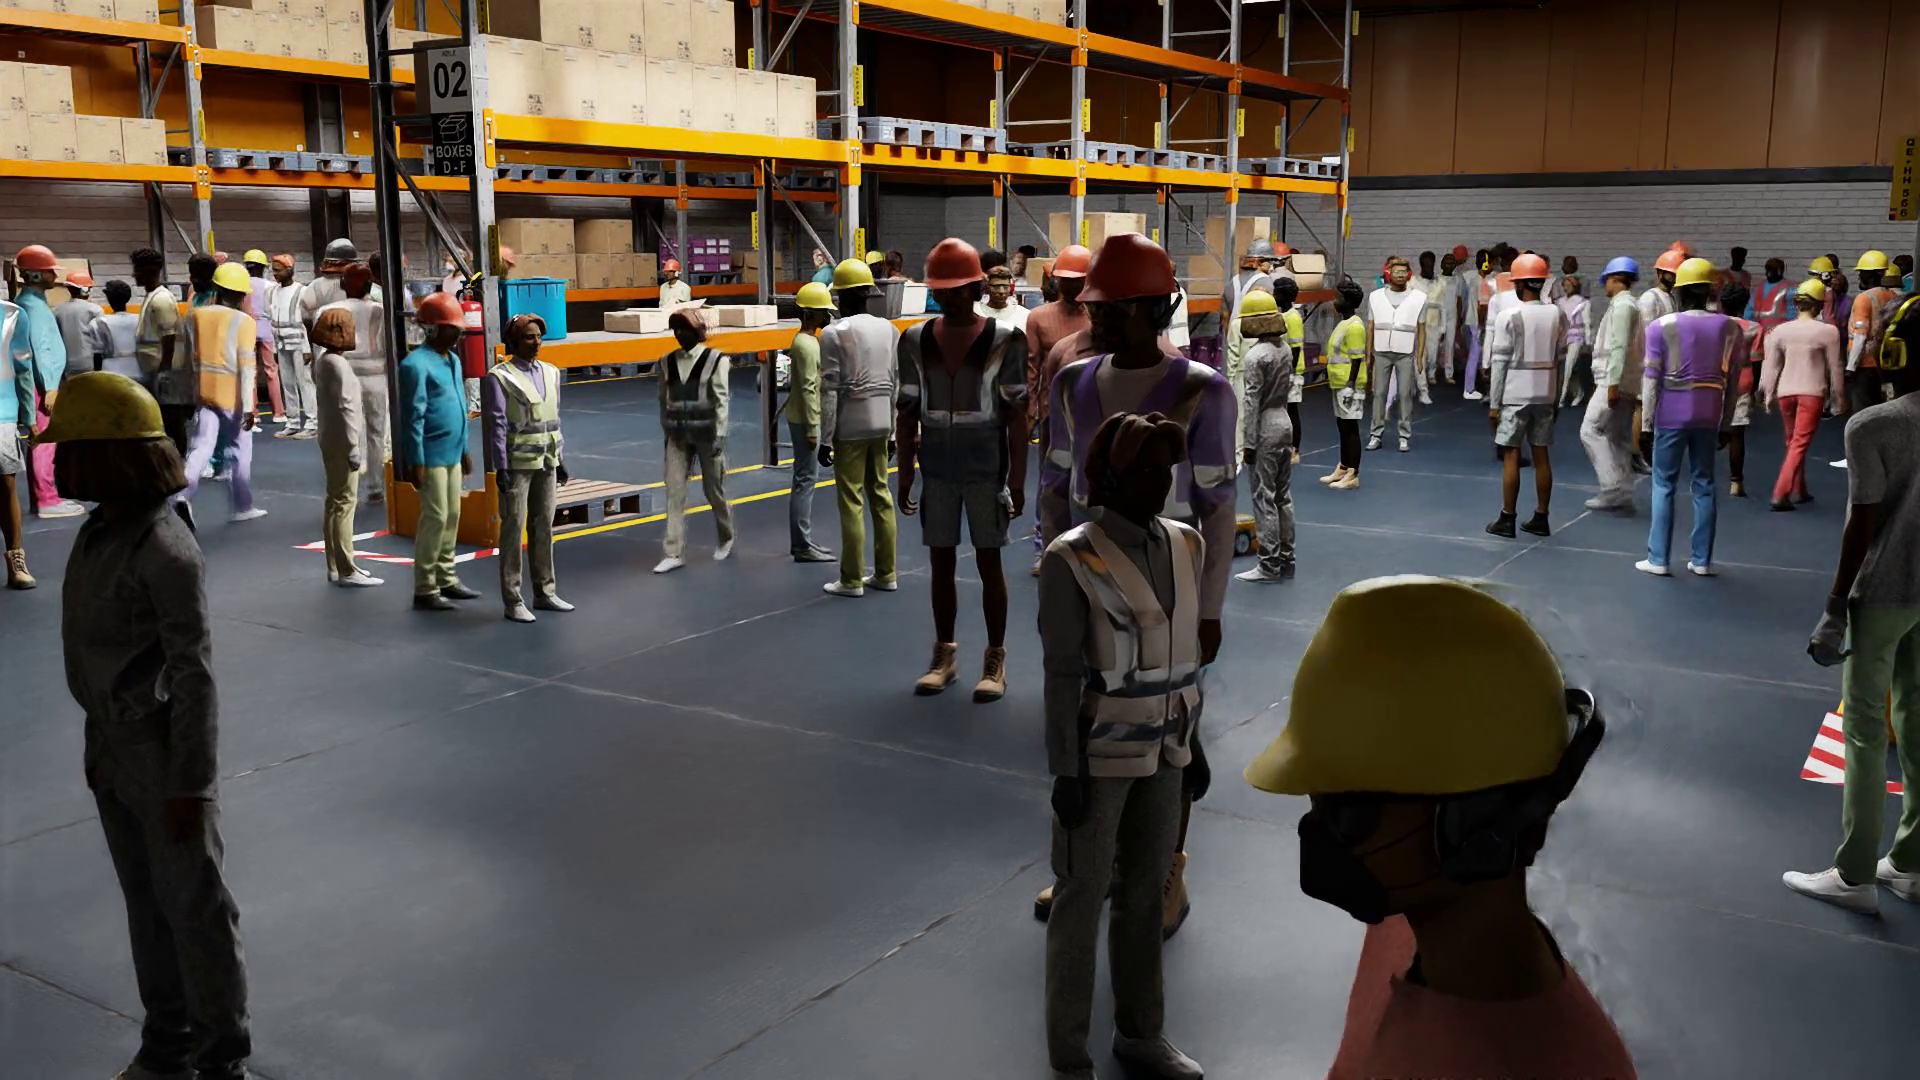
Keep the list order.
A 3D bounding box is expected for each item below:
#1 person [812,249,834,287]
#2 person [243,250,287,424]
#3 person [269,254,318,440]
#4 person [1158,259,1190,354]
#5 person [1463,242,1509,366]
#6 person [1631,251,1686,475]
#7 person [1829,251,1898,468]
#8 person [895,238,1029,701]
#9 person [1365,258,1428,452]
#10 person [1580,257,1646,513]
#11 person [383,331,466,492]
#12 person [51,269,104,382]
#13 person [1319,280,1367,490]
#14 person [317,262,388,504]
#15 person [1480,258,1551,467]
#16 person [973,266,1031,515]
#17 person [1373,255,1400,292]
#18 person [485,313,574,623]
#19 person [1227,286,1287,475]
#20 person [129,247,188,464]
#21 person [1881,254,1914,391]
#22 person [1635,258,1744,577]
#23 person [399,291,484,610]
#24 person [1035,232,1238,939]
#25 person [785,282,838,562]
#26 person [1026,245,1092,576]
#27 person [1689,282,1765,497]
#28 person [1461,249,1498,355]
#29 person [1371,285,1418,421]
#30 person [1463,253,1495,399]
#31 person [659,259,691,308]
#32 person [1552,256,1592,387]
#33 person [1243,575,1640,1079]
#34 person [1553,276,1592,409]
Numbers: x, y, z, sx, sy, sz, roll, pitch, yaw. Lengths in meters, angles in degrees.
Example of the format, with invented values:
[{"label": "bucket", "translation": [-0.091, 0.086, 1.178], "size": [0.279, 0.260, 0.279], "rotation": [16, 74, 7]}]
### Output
[{"label": "person", "translation": [-1.968, -3.225, 23.885], "size": [0.410, 1.905, 0.640], "rotation": [2, 10, 12]}, {"label": "person", "translation": [-7.724, -2.229, 18.330], "size": [0.587, 1.916, 0.392], "rotation": [-1, 10, -4]}, {"label": "person", "translation": [-6.811, -1.960, 16.949], "size": [0.564, 1.879, 0.358], "rotation": [6, 12, 28]}, {"label": "person", "translation": [2.154, -1.955, 17.048], "size": [0.388, 1.837, 0.560], "rotation": [6, 12, 31]}, {"label": "person", "translation": [8.576, -3.777, 26.556], "size": [0.684, 2.000, 0.989], "rotation": [-9, 14, -41]}, {"label": "person", "translation": [6.073, -1.531, 14.420], "size": [0.374, 1.930, 0.542], "rotation": [10, 14, 44]}, {"label": "person", "translation": [8.038, -1.590, 14.756], "size": [0.585, 1.928, 0.365], "rotation": [-8, 13, -36]}, {"label": "person", "translation": [-0.005, -0.300, 7.340], "size": [0.611, 2.030, 0.410], "rotation": [3, 11, 18]}, {"label": "person", "translation": [4.175, -1.770, 15.965], "size": [0.566, 1.849, 0.387], "rotation": [4, 11, 22]}, {"label": "person", "translation": [4.872, -1.141, 12.367], "size": [0.421, 1.897, 0.700], "rotation": [5, 12, 28]}, {"label": "person", "translation": [-4.158, -1.105, 12.963], "size": [0.609, 1.613, 0.515], "rotation": [-6, 12, -30]}, {"label": "person", "translation": [-8.232, -1.667, 15.657], "size": [0.563, 1.753, 0.335], "rotation": [2, 10, 11]}, {"label": "person", "translation": [3.143, -1.257, 13.551], "size": [0.319, 1.697, 0.532], "rotation": [0, 10, 0]}, {"label": "person", "translation": [-4.553, -1.167, 12.602], "size": [0.581, 1.866, 0.549], "rotation": [-1, 10, -7]}, {"label": "person", "translation": [5.036, -1.605, 15.024], "size": [0.568, 1.883, 0.827], "rotation": [5, 12, 28]}, {"label": "person", "translation": [0.268, -1.095, 12.276], "size": [0.560, 1.836, 0.394], "rotation": [-1, 10, -4]}, {"label": "person", "translation": [6.458, -3.367, 24.941], "size": [0.582, 1.814, 0.903], "rotation": [2, 11, 13]}, {"label": "person", "translation": [-2.310, -0.391, 8.907], "size": [0.306, 1.640, 0.522], "rotation": [5, 12, 28]}, {"label": "person", "translation": [2.551, -1.361, 14.300], "size": [0.503, 1.631, 0.282], "rotation": [2, 10, 10]}, {"label": "person", "translation": [-6.737, -1.476, 14.020], "size": [0.364, 1.962, 0.611], "rotation": [-7, 12, -33]}, {"label": "person", "translation": [12.615, -2.903, 22.309], "size": [0.429, 1.833, 0.636], "rotation": [4, 11, 21]}, {"label": "person", "translation": [4.386, -0.732, 10.041], "size": [0.593, 1.915, 0.404], "rotation": [-1, 10, -4]}, {"label": "person", "translation": [-2.845, -0.489, 9.170], "size": [0.362, 1.746, 0.577], "rotation": [1, 10, 6]}, {"label": "person", "translation": [0.485, 0.141, 4.841], "size": [0.615, 2.042, 0.374], "rotation": [7, 12, 33]}, {"label": "person", "translation": [-0.931, -0.736, 10.494], "size": [0.337, 1.762, 0.523], "rotation": [-1, 10, -7]}, {"label": "person", "translation": [0.685, -0.766, 10.011], "size": [0.612, 1.991, 0.392], "rotation": [0, 10, 2]}, {"label": "person", "translation": [6.035, -1.186, 13.165], "size": [0.574, 1.697, 0.318], "rotation": [4, 11, 21]}, {"label": "person", "translation": [7.816, -3.432, 25.069], "size": [0.603, 1.893, 0.590], "rotation": [-1, 10, -5]}, {"label": "person", "translation": [4.950, -2.263, 18.839], "size": [0.523, 1.808, 0.962], "rotation": [9, 14, 42]}, {"label": "person", "translation": [6.622, -2.720, 21.218], "size": [0.328, 1.860, 0.514], "rotation": [2, 10, 10]}, {"label": "person", "translation": [-4.000, -3.036, 23.236], "size": [0.564, 1.755, 0.323], "rotation": [7, 12, 33]}, {"label": "person", "translation": [8.525, -3.061, 23.267], "size": [0.528, 1.794, 0.866], "rotation": [0, 10, 1]}, {"label": "person", "translation": [0.425, 0.893, 1.484], "size": [0.373, 1.754, 0.543], "rotation": [1, 10, 5]}, {"label": "person", "translation": [7.387, -2.391, 20.087], "size": [0.820, 1.601, 0.526], "rotation": [-7, 12, -33]}]
